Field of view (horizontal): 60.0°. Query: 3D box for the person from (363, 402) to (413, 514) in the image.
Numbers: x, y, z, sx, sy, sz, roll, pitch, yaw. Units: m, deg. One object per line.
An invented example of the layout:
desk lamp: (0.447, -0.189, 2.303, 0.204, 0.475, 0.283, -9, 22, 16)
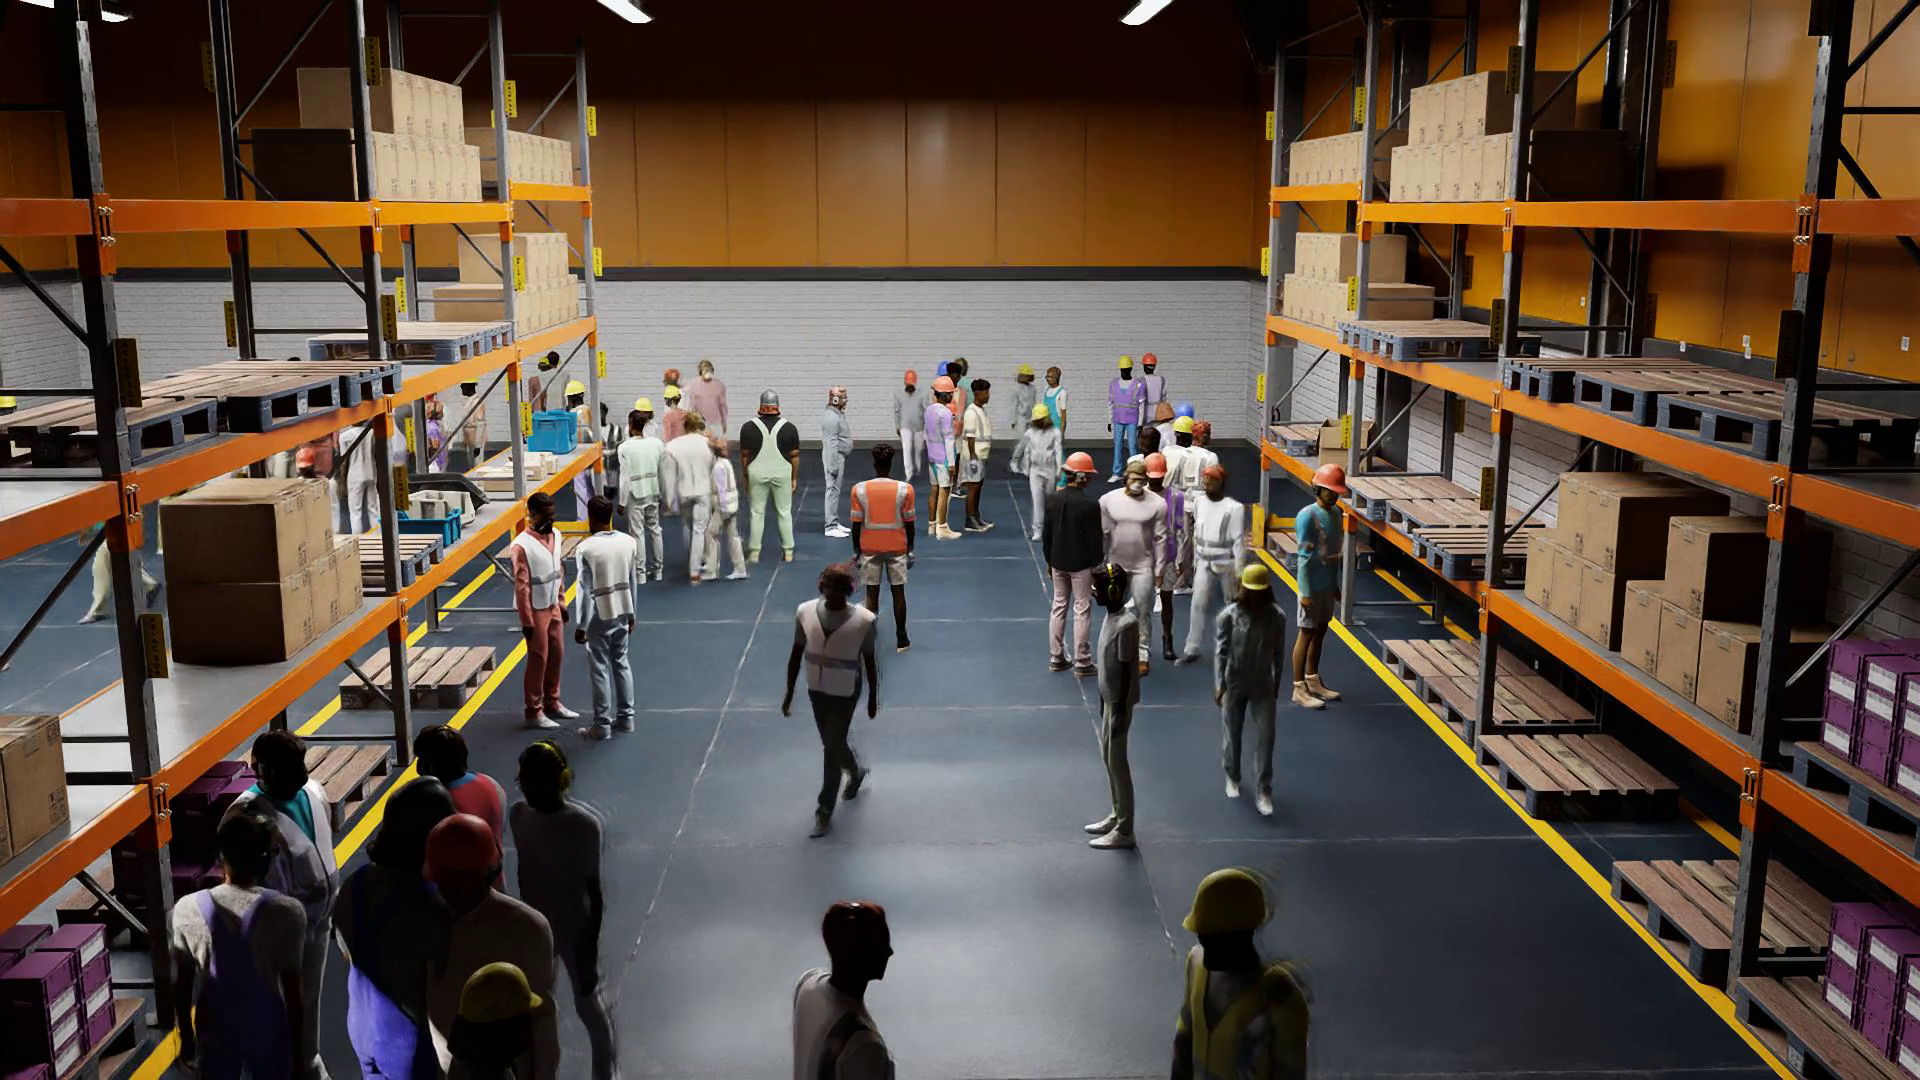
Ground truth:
person: (-7.425, -1.189, 21.592, 0.695, 2.000, 0.725, -5, 12, -22)

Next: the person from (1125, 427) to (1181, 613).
person: (1.966, -0.214, 17.034, 0.590, 1.911, 0.393, 6, 13, 28)

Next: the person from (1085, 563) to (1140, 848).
person: (0.988, 1.064, 10.780, 0.344, 1.856, 0.525, -1, 11, -7)

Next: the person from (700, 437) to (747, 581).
person: (-2.695, -0.329, 18.347, 0.679, 1.617, 0.545, 0, 11, -1)

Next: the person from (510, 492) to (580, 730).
person: (-3.330, 0.556, 13.197, 0.404, 1.906, 0.598, 3, 12, 17)

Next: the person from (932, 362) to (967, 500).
person: (-0.120, -1.550, 23.611, 0.602, 1.958, 0.369, -10, 15, -40)

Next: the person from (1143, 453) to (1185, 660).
person: (1.776, 0.150, 15.186, 0.549, 1.924, 0.386, 0, 11, -1)

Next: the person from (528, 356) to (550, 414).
person: (-6.667, -2.078, 26.779, 0.532, 1.755, 0.342, -1, 11, -4)

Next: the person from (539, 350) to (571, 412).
person: (-6.442, -2.076, 26.474, 0.513, 1.872, 0.331, -6, 13, -27)

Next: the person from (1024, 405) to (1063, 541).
person: (1.042, -0.850, 20.791, 0.505, 1.686, 0.887, 2, 11, 10)

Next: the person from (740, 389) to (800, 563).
person: (-2.221, -0.765, 19.468, 0.688, 2.000, 0.538, -2, 11, -8)

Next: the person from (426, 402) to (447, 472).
person: (-6.778, -0.967, 21.517, 0.314, 1.631, 0.524, -4, 12, -21)

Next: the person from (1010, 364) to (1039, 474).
person: (1.020, -1.862, 25.747, 0.359, 1.729, 0.496, 11, 16, 43)

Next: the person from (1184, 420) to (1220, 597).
person: (2.522, -0.332, 17.696, 0.358, 1.882, 0.574, -10, 15, -41)

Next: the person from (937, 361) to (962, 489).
person: (-0.169, -1.612, 23.982, 0.420, 1.938, 0.612, -9, 14, -38)

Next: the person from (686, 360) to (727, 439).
person: (-3.746, -1.713, 24.550, 0.636, 1.918, 0.580, -6, 13, -28)

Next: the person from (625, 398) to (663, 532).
person: (-4.012, -0.944, 21.147, 0.482, 1.736, 0.340, -10, 15, -42)

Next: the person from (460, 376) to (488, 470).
person: (-6.662, -1.364, 22.759, 0.367, 1.927, 0.587, -7, 13, -30)

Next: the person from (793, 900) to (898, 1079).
person: (-0.387, 2.097, 5.551, 0.362, 1.878, 0.568, -5, 12, -25)

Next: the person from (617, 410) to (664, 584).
person: (-3.506, -0.474, 18.317, 0.391, 1.920, 0.587, 10, 15, 41)

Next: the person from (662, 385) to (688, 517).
person: (-3.822, -1.186, 22.271, 0.315, 1.769, 0.525, 5, 12, 24)

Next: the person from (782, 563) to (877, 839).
person: (-0.826, 1.006, 11.219, 0.602, 1.803, 0.936, 5, 12, 22)

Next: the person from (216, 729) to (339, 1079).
person: (-2.991, 1.733, 7.441, 0.430, 1.844, 0.624, 3, 12, 13)

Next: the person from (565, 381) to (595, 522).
person: (-4.890, -1.094, 21.451, 0.399, 1.912, 0.591, 3, 12, 15)

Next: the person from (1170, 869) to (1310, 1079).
person: (1.046, 2.034, 5.885, 0.951, 1.898, 0.598, -5, 12, -25)

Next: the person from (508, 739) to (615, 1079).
person: (-1.809, 1.777, 7.256, 0.549, 1.822, 0.924, 4, 12, 21)

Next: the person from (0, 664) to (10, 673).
person: (-8.744, 0.288, 14.719, 0.502, 1.837, 0.350, 7, 13, 30)

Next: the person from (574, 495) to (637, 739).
person: (-2.749, 0.598, 12.984, 0.408, 1.907, 0.598, 7, 13, 32)

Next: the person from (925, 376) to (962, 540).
person: (-0.206, -1.026, 20.769, 0.372, 2.042, 0.615, -6, 13, -26)

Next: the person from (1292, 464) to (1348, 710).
person: (2.998, 0.374, 13.772, 0.393, 2.036, 0.605, 9, 14, 38)

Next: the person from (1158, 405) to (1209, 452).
person: (2.585, -0.660, 19.363, 0.650, 1.883, 1.023, -1, 11, -5)

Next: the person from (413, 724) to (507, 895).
person: (-2.274, 1.726, 7.519, 0.432, 1.836, 0.630, 4, 12, 18)

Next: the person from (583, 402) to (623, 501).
person: (-4.588, -0.961, 21.371, 0.531, 1.671, 0.742, -7, 13, -30)

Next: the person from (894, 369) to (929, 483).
person: (-0.715, -1.761, 25.307, 0.572, 1.715, 0.772, 1, 11, 3)

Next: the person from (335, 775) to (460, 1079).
person: (-2.001, 1.862, 6.296, 0.685, 2.000, 0.536, 9, 14, 37)

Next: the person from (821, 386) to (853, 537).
person: (-1.542, -0.987, 20.944, 0.402, 1.902, 0.639, 0, 11, -1)

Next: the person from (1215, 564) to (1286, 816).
person: (1.989, 1.015, 11.382, 0.501, 1.711, 0.836, 0, 11, 2)

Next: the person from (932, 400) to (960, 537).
person: (-0.180, -0.892, 20.867, 0.350, 1.739, 0.575, -3, 12, -14)

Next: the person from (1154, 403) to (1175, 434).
person: (2.652, -0.960, 21.500, 0.289, 1.626, 0.498, 10, 15, 40)

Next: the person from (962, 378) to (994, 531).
person: (0.227, -1.098, 21.356, 0.372, 1.961, 0.606, 3, 12, 16)

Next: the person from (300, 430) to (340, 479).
person: (-8.685, -1.283, 22.402, 0.643, 1.909, 0.410, -6, 13, -28)

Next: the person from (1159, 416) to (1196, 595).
person: (2.349, -0.371, 17.807, 0.393, 1.920, 0.590, -7, 13, -32)

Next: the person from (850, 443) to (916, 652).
person: (-0.711, 0.074, 15.447, 0.608, 1.966, 0.371, 0, 11, 1)

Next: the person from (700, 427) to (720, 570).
person: (-2.907, -0.479, 19.044, 0.307, 1.641, 0.514, -5, 12, -22)

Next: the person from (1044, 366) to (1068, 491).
person: (1.380, -1.615, 24.261, 0.342, 1.839, 0.501, -6, 13, -28)

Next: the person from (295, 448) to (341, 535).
person: (-6.576, -0.109, 16.999, 0.555, 1.722, 0.857, -1, 11, -6)

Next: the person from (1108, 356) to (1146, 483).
person: (2.482, -1.800, 24.943, 0.589, 1.927, 0.372, 5, 12, 24)

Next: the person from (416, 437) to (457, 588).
person: (-5.744, -0.298, 18.138, 0.308, 1.640, 0.510, -9, 14, -38)

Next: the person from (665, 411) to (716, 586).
person: (-2.915, -0.495, 18.486, 0.649, 1.885, 1.015, 0, 11, 2)

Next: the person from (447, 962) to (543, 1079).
person: (-1.485, 2.198, 5.395, 0.342, 1.737, 0.490, -6, 13, -28)

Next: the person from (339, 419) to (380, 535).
person: (-7.040, -0.681, 19.575, 0.355, 1.842, 0.508, 10, 15, 40)

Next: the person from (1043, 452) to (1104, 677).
person: (1.019, 0.213, 14.694, 0.622, 1.986, 0.396, 10, 15, 41)

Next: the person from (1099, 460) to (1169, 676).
person: (1.516, 0.242, 14.714, 0.635, 1.930, 0.389, 2, 11, 11)

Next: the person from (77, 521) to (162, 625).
person: (-8.525, -0.107, 16.769, 0.583, 1.804, 0.902, 7, 13, 32)

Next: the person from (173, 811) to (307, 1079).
person: (-2.784, 1.957, 6.443, 0.535, 1.810, 0.921, -2, 11, -8)

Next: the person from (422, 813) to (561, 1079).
person: (-1.756, 1.935, 6.078, 0.620, 1.985, 0.408, 3, 12, 16)

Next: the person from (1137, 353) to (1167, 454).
person: (2.863, -1.870, 25.267, 0.550, 1.935, 0.376, -6, 13, -26)

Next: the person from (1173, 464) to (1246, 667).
person: (2.384, 0.207, 15.139, 0.984, 1.843, 0.600, -11, 15, -43)

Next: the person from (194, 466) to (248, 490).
person: (-7.480, -0.226, 16.991, 0.598, 1.958, 0.373, 0, 11, 1)
